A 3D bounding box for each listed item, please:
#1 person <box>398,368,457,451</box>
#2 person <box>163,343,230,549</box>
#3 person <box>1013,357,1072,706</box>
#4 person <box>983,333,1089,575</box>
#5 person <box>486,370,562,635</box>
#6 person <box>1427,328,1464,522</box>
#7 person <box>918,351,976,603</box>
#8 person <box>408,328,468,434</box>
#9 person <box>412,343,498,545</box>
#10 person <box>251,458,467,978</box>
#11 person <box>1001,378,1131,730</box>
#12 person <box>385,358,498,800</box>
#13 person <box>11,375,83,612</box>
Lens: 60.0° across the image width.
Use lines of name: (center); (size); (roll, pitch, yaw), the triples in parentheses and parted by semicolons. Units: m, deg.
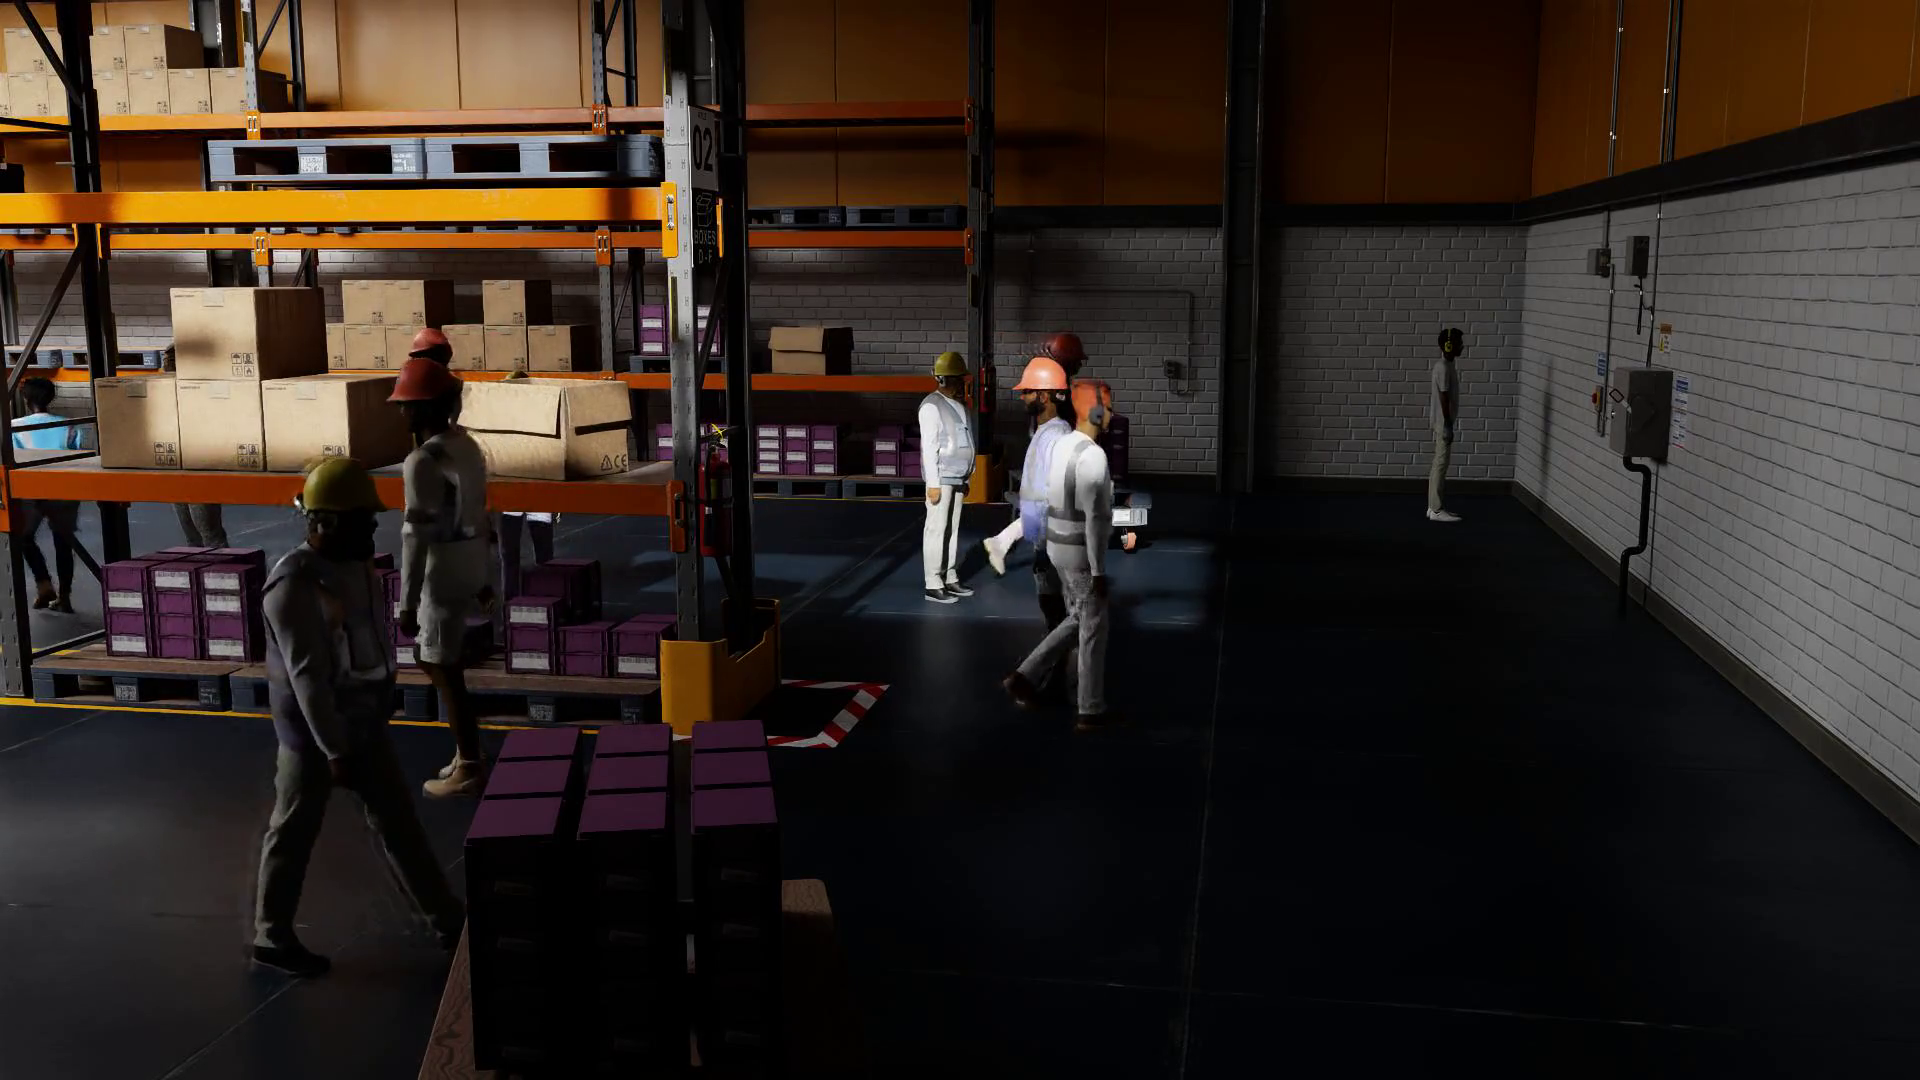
person: (-3.406, -0.213, 10.674); (0.430, 1.836, 0.619); (-4, 10, -22)
person: (-5.400, -0.440, 11.730); (0.627, 1.941, 0.371); (7, 12, 38)
person: (0.467, -0.041, 9.254); (0.361, 1.939, 0.542); (1, 9, 4)
person: (0.630, -0.602, 12.714); (0.826, 1.965, 0.613); (0, 9, 1)
person: (-2.890, -0.236, 11.001); (0.525, 1.769, 0.310); (-3, 10, -19)
person: (4.727, -1.117, 16.140); (0.328, 1.872, 0.513); (2, 9, 11)
person: (-0.081, -0.468, 12.225); (0.404, 1.834, 0.591); (4, 10, 26)
person: (-3.671, -0.500, 11.883); (0.624, 2.013, 0.640); (4, 10, 22)
person: (-4.108, -0.698, 13.408); (0.580, 1.921, 0.543); (-2, 9, -14)
person: (-2.021, 0.622, 5.606); (0.933, 1.782, 0.600); (2, 9, 11)
person: (0.585, 0.093, 8.684); (0.577, 1.868, 0.580); (-2, 9, -14)
person: (-2.351, 0.189, 7.560); (0.469, 2.023, 0.650); (1, 9, 6)
person: (-6.448, -0.318, 11.744); (0.370, 1.680, 0.558); (7, 12, 37)
